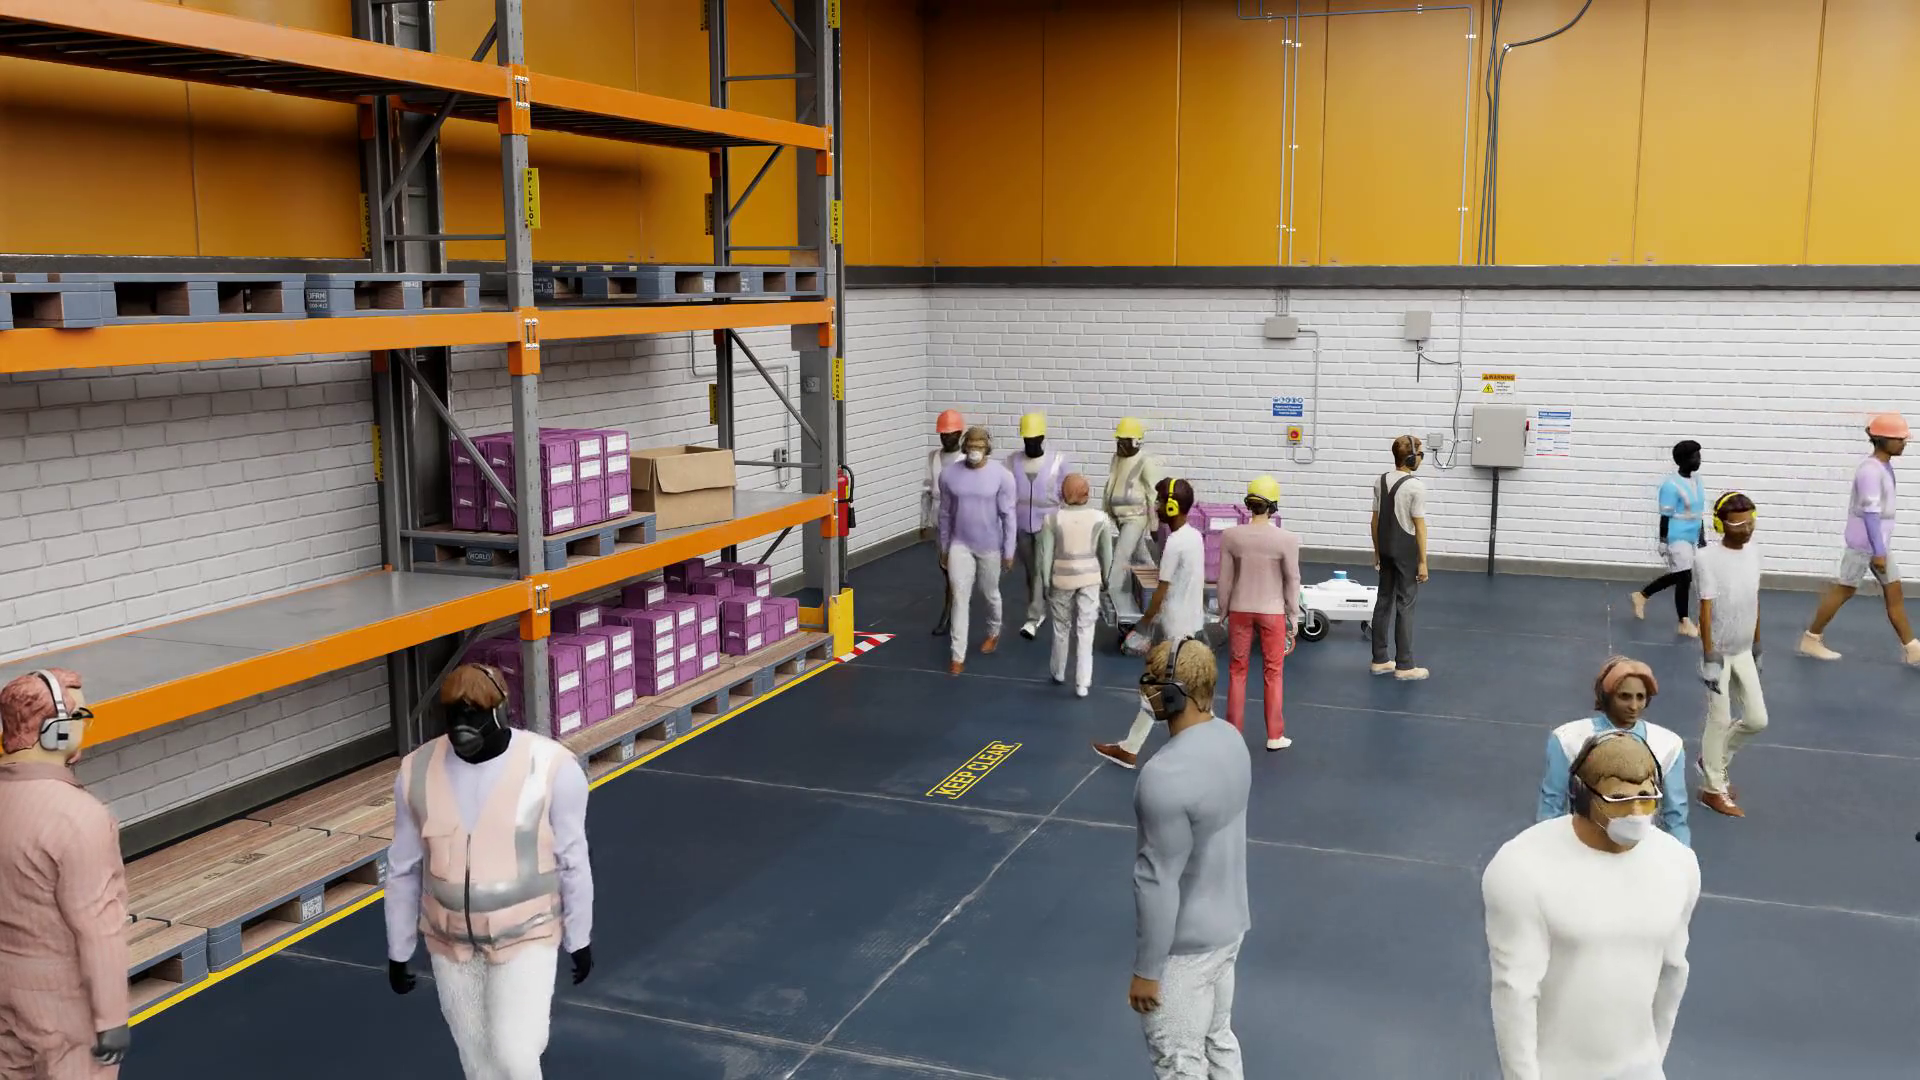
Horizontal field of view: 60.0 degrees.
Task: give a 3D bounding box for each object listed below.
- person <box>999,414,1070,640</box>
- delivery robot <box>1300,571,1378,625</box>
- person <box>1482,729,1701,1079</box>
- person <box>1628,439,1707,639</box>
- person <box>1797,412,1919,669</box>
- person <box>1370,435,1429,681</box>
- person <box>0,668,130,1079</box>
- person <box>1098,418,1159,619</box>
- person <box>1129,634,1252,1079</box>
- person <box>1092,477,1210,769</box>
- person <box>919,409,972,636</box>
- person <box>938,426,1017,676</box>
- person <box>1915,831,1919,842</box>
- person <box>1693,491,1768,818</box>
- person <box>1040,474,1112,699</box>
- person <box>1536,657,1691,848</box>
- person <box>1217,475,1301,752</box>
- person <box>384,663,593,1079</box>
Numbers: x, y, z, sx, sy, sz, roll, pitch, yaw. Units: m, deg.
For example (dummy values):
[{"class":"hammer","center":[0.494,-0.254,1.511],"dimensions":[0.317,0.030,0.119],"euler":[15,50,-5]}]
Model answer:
[{"class":"person","center":[0.609,-0.121,14.017],"dimensions":[0.609,1.869,1.002],"euler":[3,10,19]},{"class":"delivery robot","center":[3.174,0.504,13.911],"dimensions":[0.707,0.478,0.477],"euler":[1,9,6]},{"class":"person","center":[1.663,1.391,4.496],"dimensions":[0.617,1.889,1.051],"euler":[-1,9,-6]},{"class":"person","center":[6.018,-0.031,14.058],"dimensions":[0.543,1.673,0.709],"euler":[-8,12,-41]},{"class":"person","center":[7.086,0.008,12.848],"dimensions":[1.068,1.983,0.633],"euler":[8,12,41]},{"class":"person","center":[3.315,0.130,12.511],"dimensions":[0.329,1.844,0.517],"euler":[-5,10,-30]},{"class":"person","center":[-2.654,1.314,4.914],"dimensions":[0.642,1.900,0.403],"euler":[4,10,26]},{"class":"person","center":[1.523,-0.203,14.826],"dimensions":[0.942,1.784,0.583],"euler":[-4,10,-25]},{"class":"person","center":[0.720,1.251,5.230],"dimensions":[0.367,1.932,0.623],"euler":[5,10,28]},{"class":"person","center":[1.210,0.543,9.978],"dimensions":[0.858,1.827,0.508],"euler":[3,10,18]},{"class":"person","center":[-0.061,-0.185,14.319],"dimensions":[0.552,1.905,0.926],"euler":[5,10,28]},{"class":"person","center":[0.147,0.048,12.950],"dimensions":[0.633,1.915,0.961],"euler":[2,9,13]},{"class":"person","center":[5.655,0.705,8.765],"dimensions":[0.974,1.900,0.560],"euler":[1,9,6]},{"class":"person","center":[4.311,0.641,9.310],"dimensions":[0.516,1.846,0.393],"euler":[-3,10,-20]},{"class":"person","center":[0.841,0.314,12.113],"dimensions":[0.531,1.603,0.731],"euler":[0,9,-1]},{"class":"person","center":[2.438,1.241,6.198],"dimensions":[0.545,1.620,0.457],"euler":[0,9,1]},{"class":"person","center":[1.913,0.466,10.653],"dimensions":[0.533,1.767,0.327],"euler":[4,10,23]},{"class":"person","center":[-1.523,1.296,5.265],"dimensions":[0.650,1.819,0.638],"euler":[1,9,7]}]
